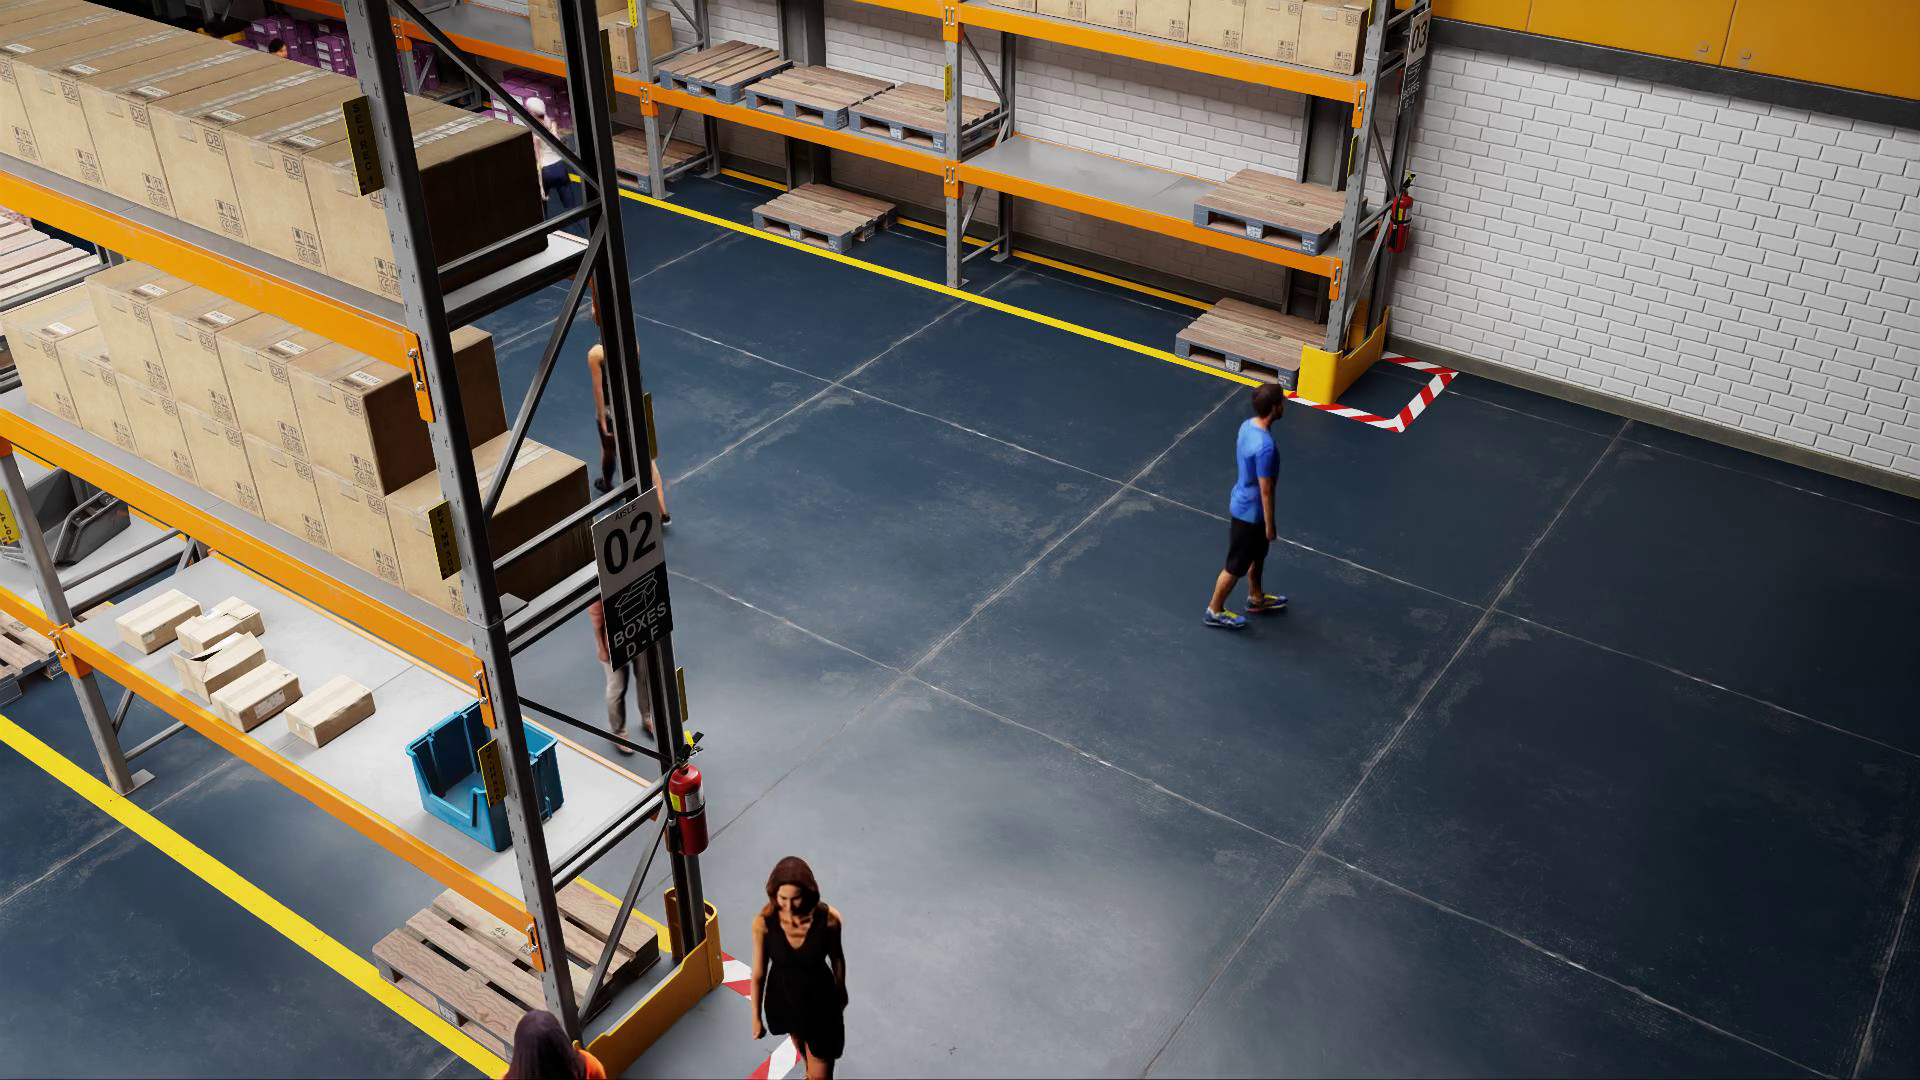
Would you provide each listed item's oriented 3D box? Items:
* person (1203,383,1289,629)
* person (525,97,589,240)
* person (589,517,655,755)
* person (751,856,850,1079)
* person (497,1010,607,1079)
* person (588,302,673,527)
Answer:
[{"bbox_3d":[1.993,-0.207,11.367,0.980,1.847,0.878,5,34,8],"label":"person"},{"bbox_3d":[-3.992,-3.562,16.582,1.180,1.661,0.606,23,40,30],"label":"person"},{"bbox_3d":[-2.076,0.560,10.324,0.632,1.725,0.588,-26,42,-34],"label":"person"},{"bbox_3d":[-0.744,2.130,7.894,1.095,1.799,1.075,-1,34,-2],"label":"person"},{"bbox_3d":[-1.704,2.635,7.180,0.711,1.748,0.741,-11,35,-16],"label":"person"},{"bbox_3d":[-2.486,-0.940,12.513,0.883,1.799,1.271,-22,40,-30],"label":"person"}]
